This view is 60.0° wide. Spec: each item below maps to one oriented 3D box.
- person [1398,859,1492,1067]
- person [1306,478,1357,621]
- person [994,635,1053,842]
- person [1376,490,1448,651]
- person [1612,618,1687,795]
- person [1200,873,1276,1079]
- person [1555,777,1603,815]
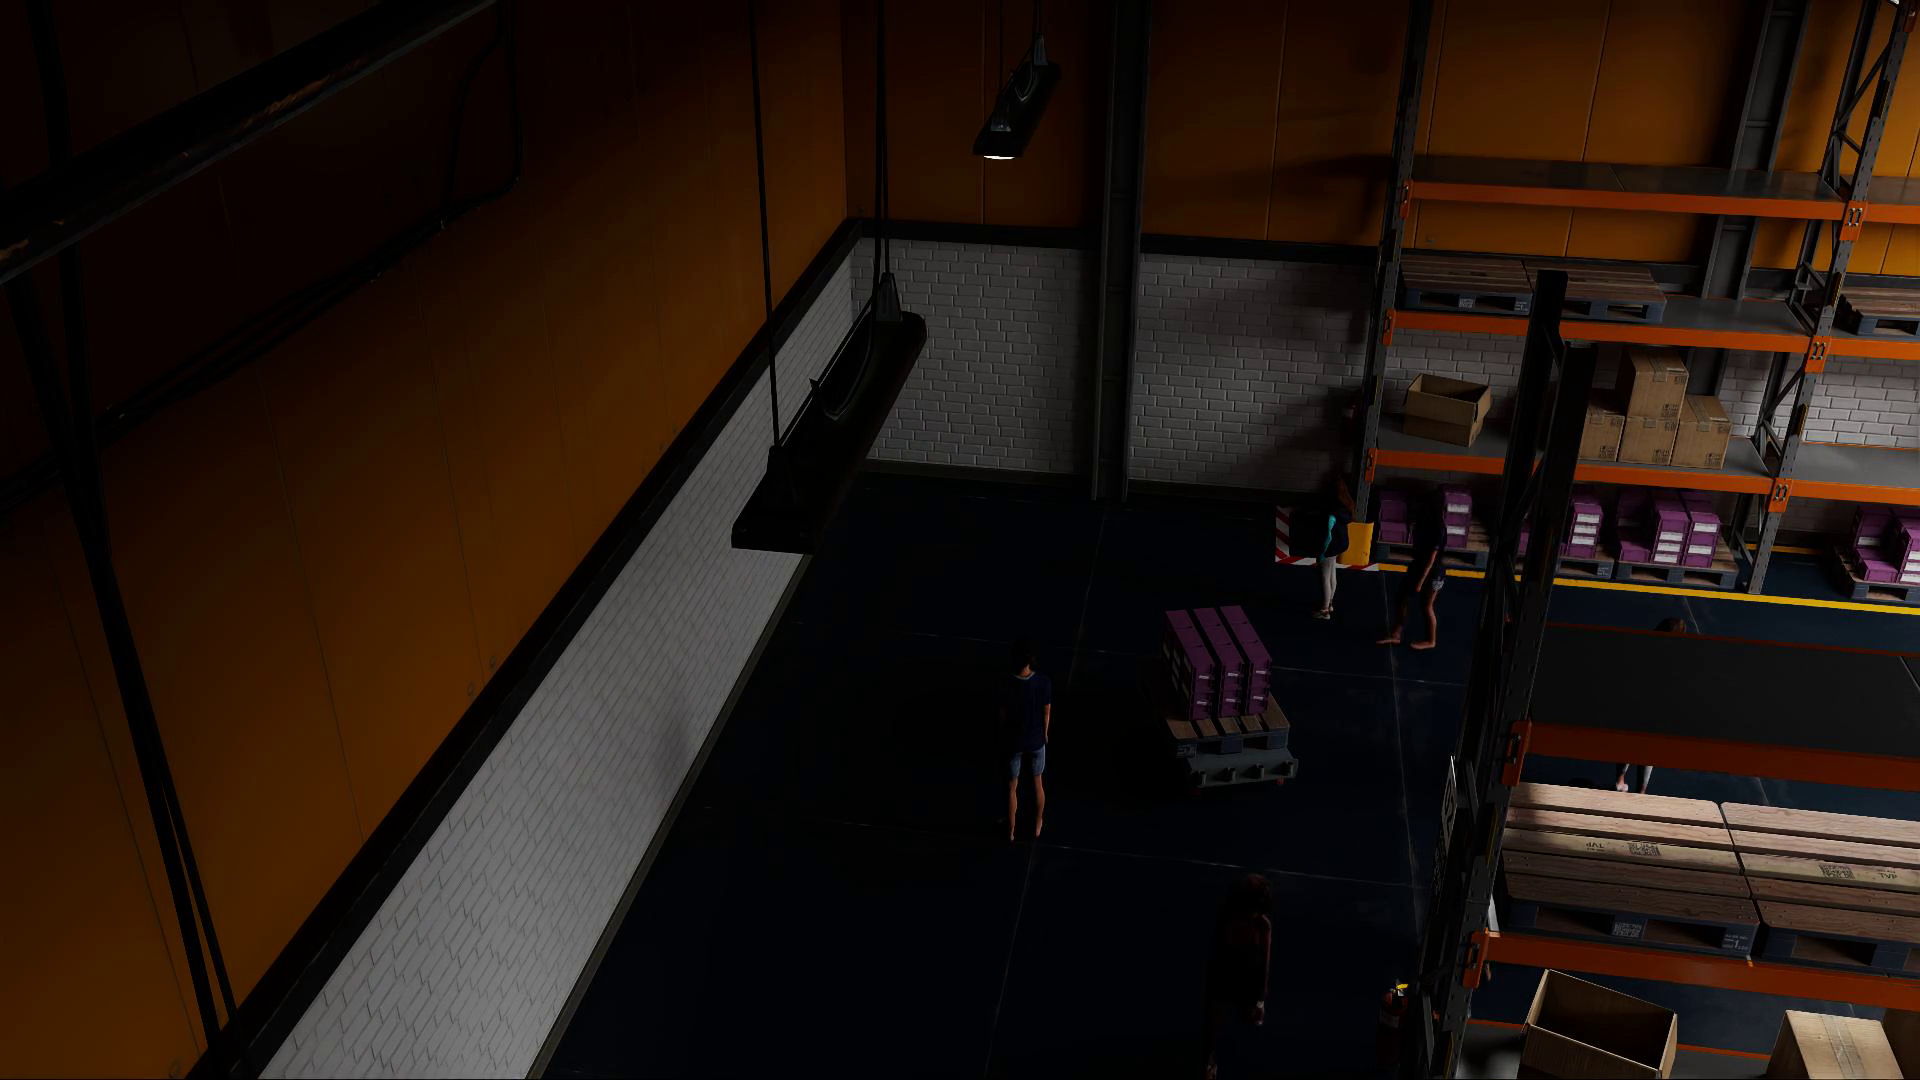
[{"bbox_3d":[3.211,2.852,11.049,1.254,1.655,0.926,-7,29,-13],"label":"person"},{"bbox_3d":[3.626,0.069,16.312,0.668,1.500,0.647,14,32,24],"label":"person"},{"bbox_3d":[0.494,1.578,13.181,0.618,1.850,0.751,-5,29,-10],"label":"person"},{"bbox_3d":[4.467,0.313,15.616,0.874,1.740,0.725,-2,29,-4],"label":"person"},{"bbox_3d":[5.639,1.399,13.597,0.712,1.767,0.667,-15,32,-26],"label":"person"},{"bbox_3d":[1.860,2.850,10.955,1.065,1.750,0.905,17,33,29],"label":"person"},{"bbox_3d":[4.394,2.372,11.963,1.007,1.623,0.630,1,29,3],"label":"person"}]
